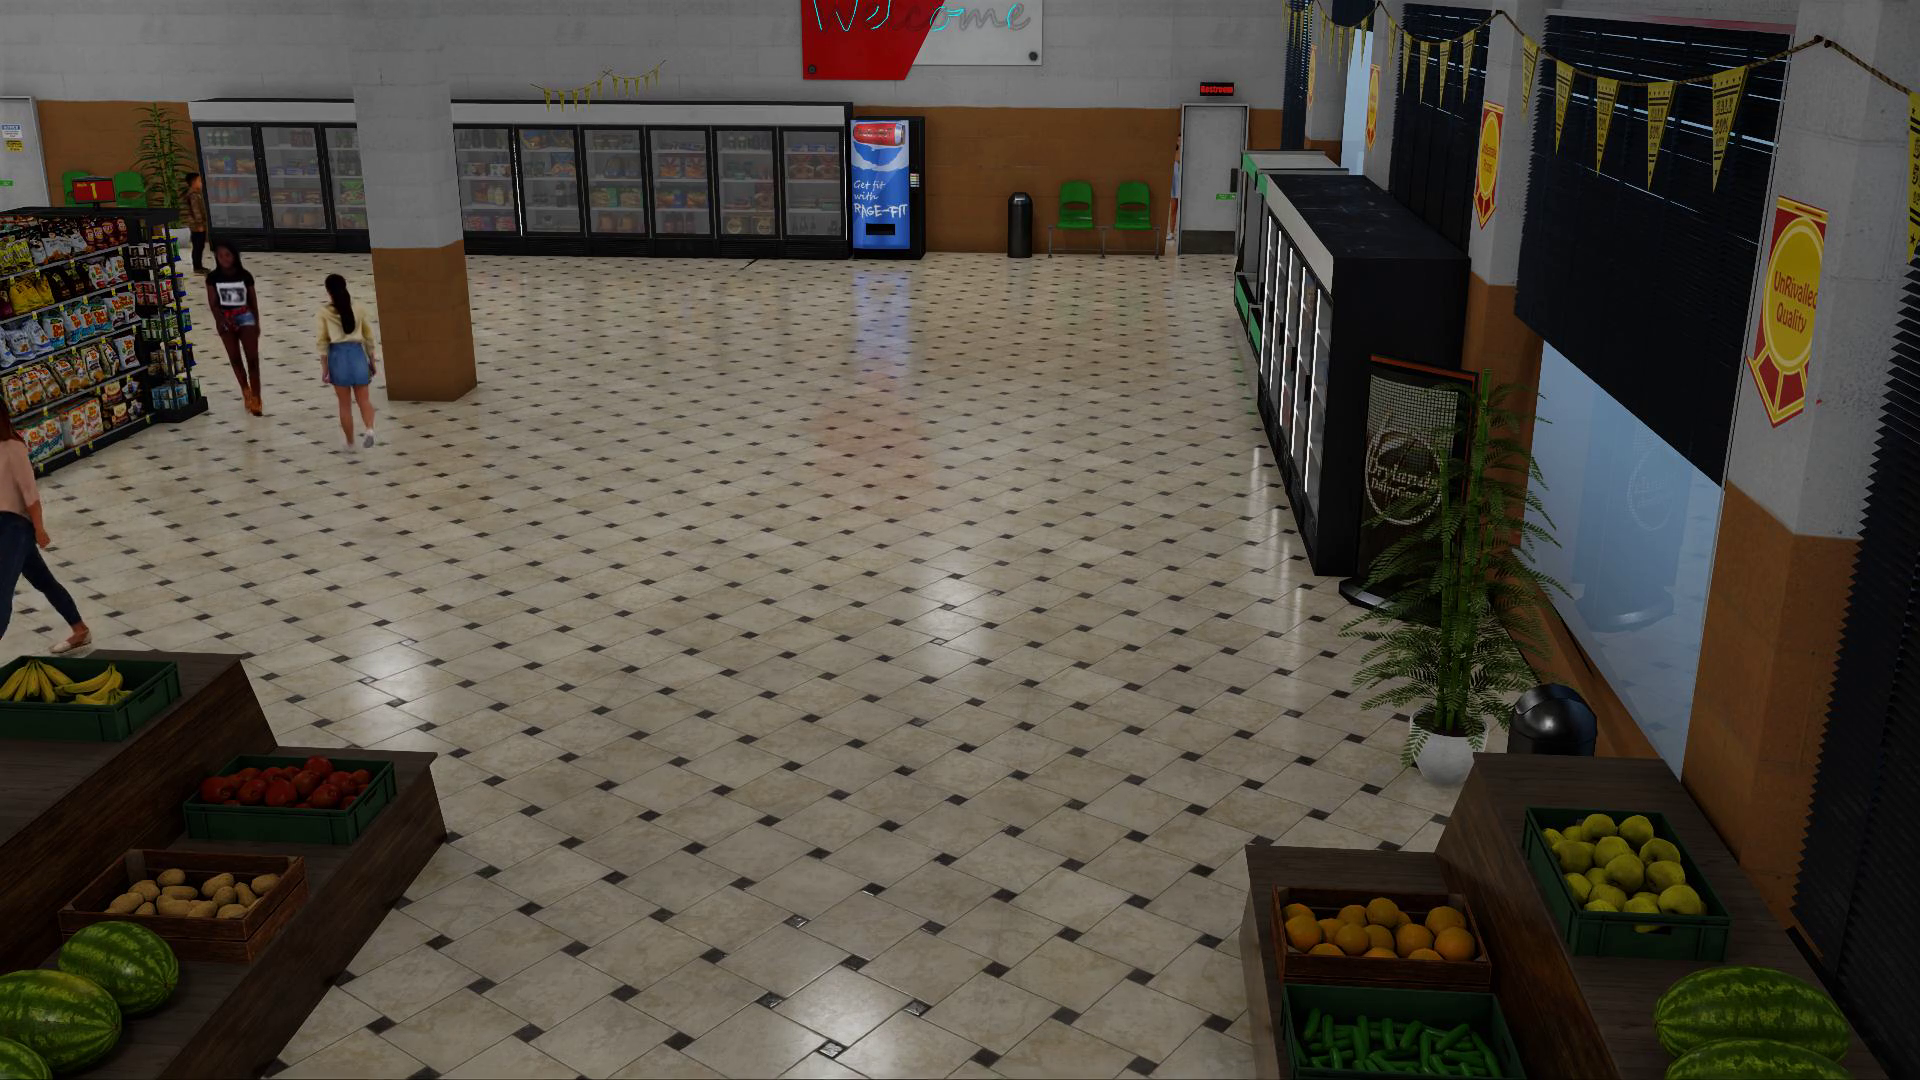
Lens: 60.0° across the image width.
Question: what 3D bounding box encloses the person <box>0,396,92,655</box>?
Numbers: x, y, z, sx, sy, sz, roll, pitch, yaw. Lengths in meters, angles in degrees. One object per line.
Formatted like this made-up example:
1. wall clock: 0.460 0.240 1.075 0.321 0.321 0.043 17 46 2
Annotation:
1. person: -5.745 -0.070 10.273 0.975 1.741 1.192 13 22 33

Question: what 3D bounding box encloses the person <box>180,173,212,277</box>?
1. person: -11.074 -4.580 24.106 0.740 1.450 0.649 -10 21 -27

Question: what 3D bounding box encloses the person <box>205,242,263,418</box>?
1. person: -7.069 -2.050 16.255 0.899 1.671 1.222 -6 20 -19

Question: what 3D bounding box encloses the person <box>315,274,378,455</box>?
1. person: -5.442 -1.537 14.826 0.903 1.612 0.984 -12 22 -32
